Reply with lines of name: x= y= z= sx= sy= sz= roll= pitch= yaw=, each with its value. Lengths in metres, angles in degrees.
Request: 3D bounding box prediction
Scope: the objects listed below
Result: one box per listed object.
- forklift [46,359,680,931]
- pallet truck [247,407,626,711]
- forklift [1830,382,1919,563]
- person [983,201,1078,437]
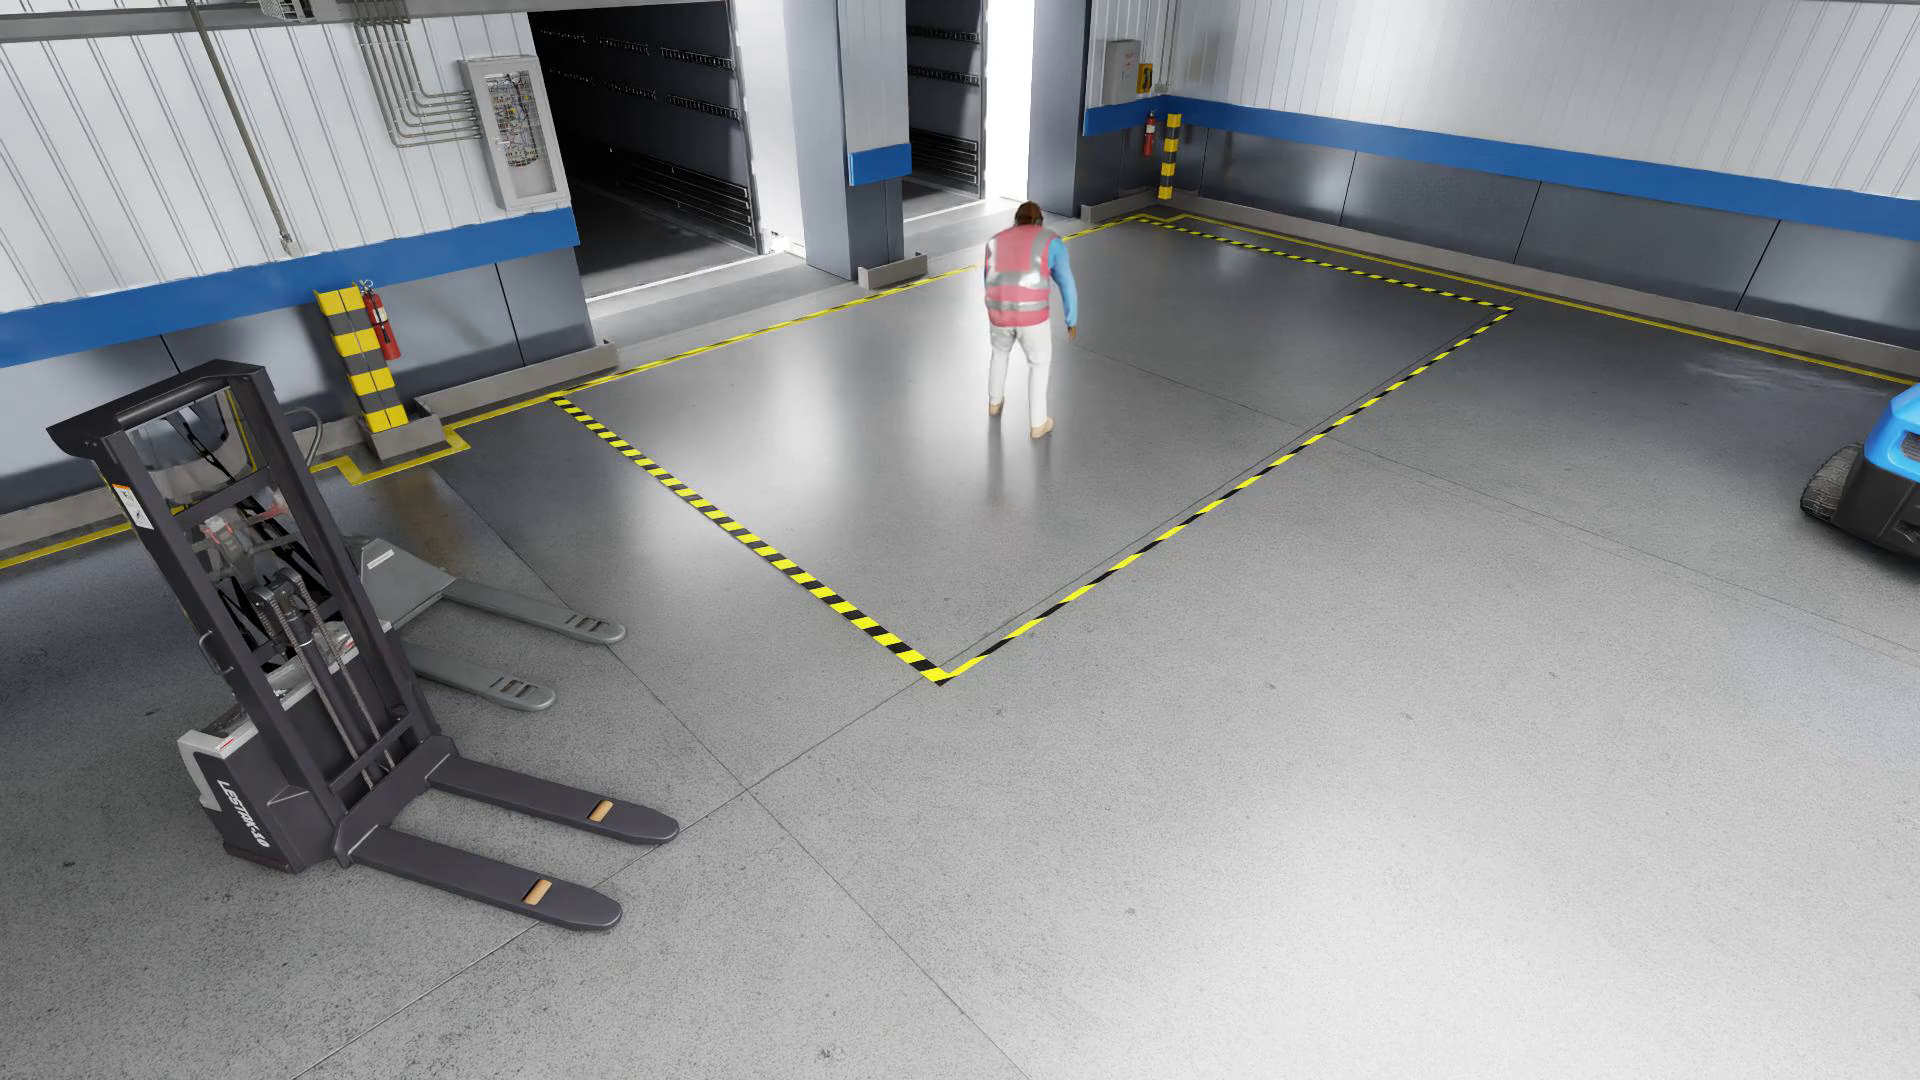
forklift: x=-2.135 y=0.422 z=3.354 sx=1.885 sy=1.965 sz=0.823 roll=10 pitch=35 yaw=14
pallet truck: x=-2.628 y=0.038 z=4.590 sx=1.601 sy=1.201 sz=0.680 roll=12 pitch=36 yaw=18
forklift: x=6.611 y=-0.966 z=5.078 sx=2.680 sy=2.036 sz=1.157 roll=-12 pitch=36 yaw=-18
person: x=0.520 y=-1.631 z=6.788 sx=0.758 sy=1.545 sz=0.810 roll=11 pitch=36 yaw=16
